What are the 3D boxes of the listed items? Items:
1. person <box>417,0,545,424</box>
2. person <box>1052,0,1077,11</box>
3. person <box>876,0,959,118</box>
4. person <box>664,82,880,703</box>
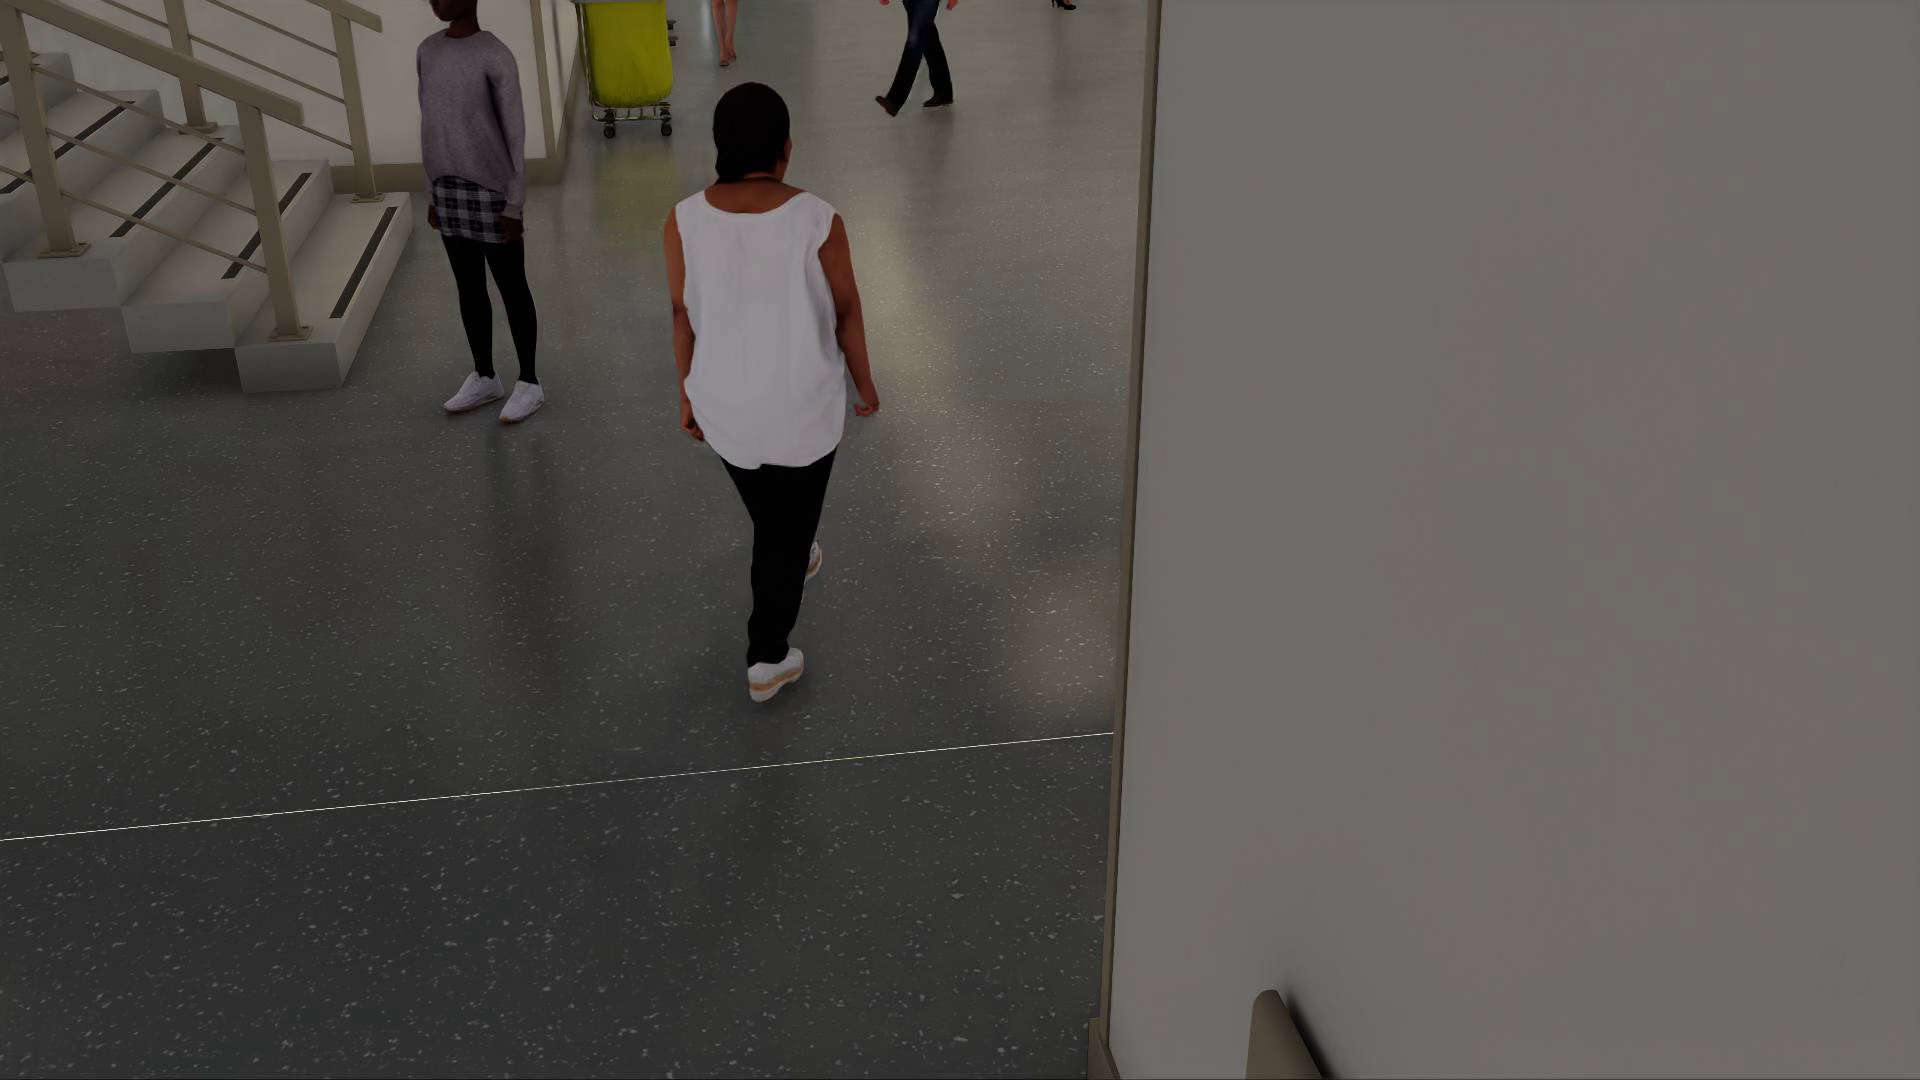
[{"bbox_3d":[-1.855,-1.348,6.446,0.658,1.773,0.758,11,28,22],"label":"person"},{"bbox_3d":[1.039,-6.175,16.571,0.519,1.671,0.593,-3,26,-7],"label":"person"},{"bbox_3d":[-0.226,-3.904,11.747,1.133,1.771,1.229,19,32,34],"label":"person"},{"bbox_3d":[-0.543,-0.355,4.522,1.066,1.655,1.032,10,27,19],"label":"person"}]
